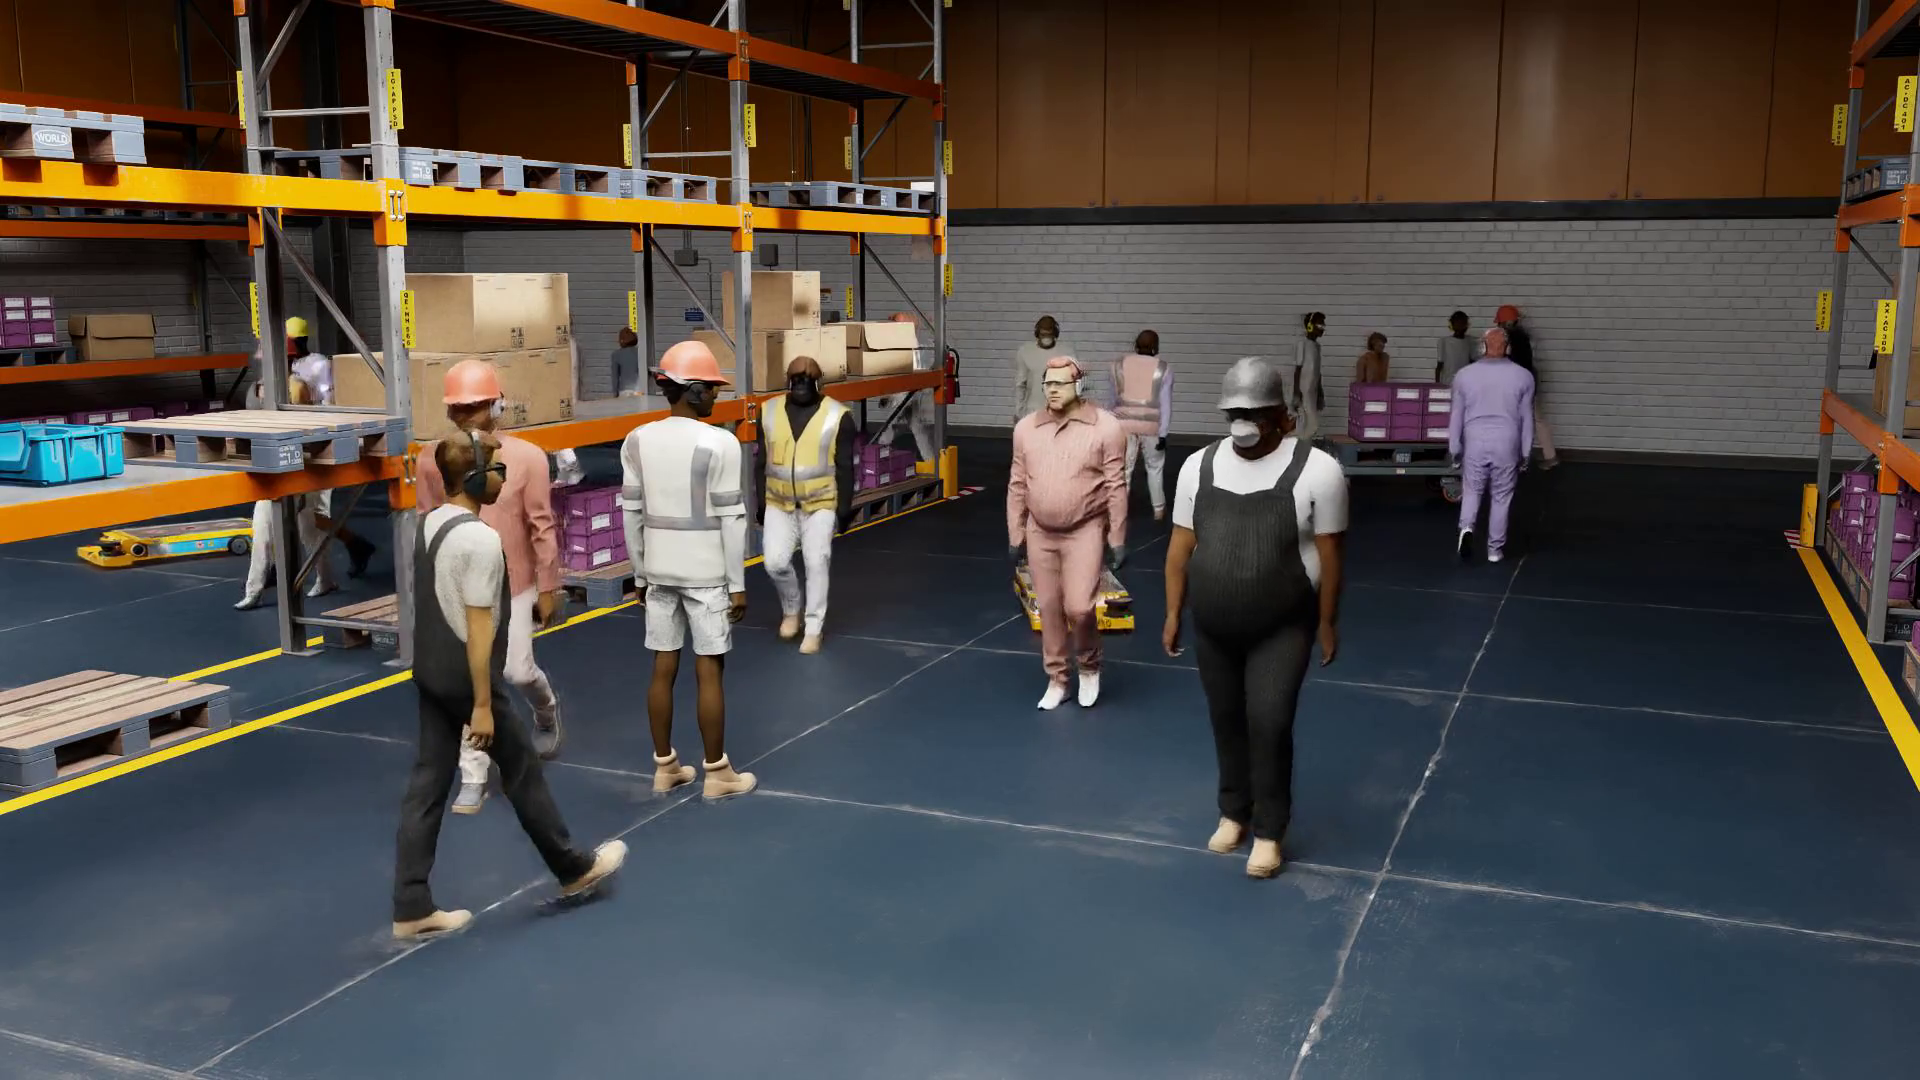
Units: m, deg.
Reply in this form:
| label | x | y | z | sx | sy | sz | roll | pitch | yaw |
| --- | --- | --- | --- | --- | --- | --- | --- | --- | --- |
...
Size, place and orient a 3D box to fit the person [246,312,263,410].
| label | x | y | z | sx | sy | sz | roll | pitch | yaw |
| --- | --- | --- | --- | --- | --- | --- | --- | --- | --- |
| person | -8.116 | -1.754 | 19.282 | 0.664 | 1.897 | 0.945 | 4 | 10 | 24 |

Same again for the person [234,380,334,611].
| label | x | y | z | sx | sy | sz | roll | pitch | yaw |
| --- | --- | --- | --- | --- | --- | --- | --- | --- | --- |
| person | -4.735 | -0.339 | 11.642 | 0.532 | 1.592 | 0.856 | 3 | 10 | 19 |

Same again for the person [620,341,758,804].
| label | x | y | z | sx | sy | sz | roll | pitch | yaw |
| --- | --- | --- | --- | --- | --- | --- | --- | --- | --- |
| person | -1.194 | 0.145 | 7.367 | 0.609 | 2.040 | 0.394 | 5 | 10 | 26 |

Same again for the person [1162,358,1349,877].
| label | x | y | z | sx | sy | sz | roll | pitch | yaw |
| --- | --- | --- | --- | --- | --- | --- | --- | --- | --- |
| person | 1.104 | 0.284 | 6.522 | 0.699 | 2.000 | 0.698 | 6 | 11 | 31 |

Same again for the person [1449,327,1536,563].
| label | x | y | z | sx | sy | sz | roll | pitch | yaw |
| --- | --- | --- | --- | --- | --- | --- | --- | --- | --- |
| person | 4.197 | -0.730 | 13.140 | 0.641 | 1.885 | 0.552 | 5 | 10 | 26 |

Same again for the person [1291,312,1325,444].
| label | x | y | z | sx | sy | sz | roll | pitch | yaw |
| --- | --- | --- | --- | --- | --- | --- | --- | --- | --- |
| person | 3.924 | -1.618 | 18.604 | 0.394 | 1.853 | 0.568 | 7 | 11 | 35 |

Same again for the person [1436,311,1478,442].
| label | x | y | z | sx | sy | sz | roll | pitch | yaw |
| --- | --- | --- | --- | --- | --- | --- | --- | --- | --- |
| person | 5.859 | -1.771 | 19.632 | 0.514 | 1.837 | 0.554 | -2 | 10 | -10 |

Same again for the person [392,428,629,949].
| label | x | y | z | sx | sy | sz | roll | pitch | yaw |
| --- | --- | --- | --- | --- | --- | --- | --- | --- | --- |
| person | -1.661 | 0.499 | 5.935 | 0.540 | 1.798 | 0.937 | 9 | 13 | 44 |

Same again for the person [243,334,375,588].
| label | x | y | z | sx | sy | sz | roll | pitch | yaw |
| --- | --- | --- | --- | --- | --- | --- | --- | --- | --- |
| person | -4.851 | -0.595 | 12.280 | 0.866 | 1.905 | 0.544 | -7 | 12 | -38 |

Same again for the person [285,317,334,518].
| label | x | y | z | sx | sy | sz | roll | pitch | yaw |
| --- | --- | --- | --- | --- | --- | --- | --- | --- | --- |
| person | -5.927 | -1.036 | 14.926 | 0.611 | 1.898 | 0.777 | 2 | 10 | 12 |

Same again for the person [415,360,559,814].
| label | x | y | z | sx | sy | sz | roll | pitch | yaw |
| --- | --- | --- | --- | --- | --- | --- | --- | --- | --- |
| person | -2.087 | 0.170 | 7.440 | 0.623 | 1.969 | 0.791 | 0 | 9 | 3 |

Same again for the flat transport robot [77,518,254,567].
| label | x | y | z | sx | sy | sz | roll | pitch | yaw |
| --- | --- | --- | --- | --- | --- | --- | --- | --- | --- |
| flat transport robot | -6.333 | 0.003 | 13.574 | 1.431 | 0.197 | 0.652 | -9 | 13 | -43 |

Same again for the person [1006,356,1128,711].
| label | x | y | z | sx | sy | sz | roll | pitch | yaw |
| --- | --- | --- | --- | --- | --- | --- | --- | --- | --- |
| person | 0.541 | -0.021 | 8.800 | 0.672 | 1.894 | 0.430 | 4 | 10 | 25 |

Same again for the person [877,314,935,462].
| label | x | y | z | sx | sy | sz | roll | pitch | yaw |
| --- | --- | --- | --- | --- | --- | --- | --- | --- | --- |
| person | -0.710 | -1.576 | 18.408 | 1.031 | 1.826 | 0.584 | 0 | 9 | 2 |

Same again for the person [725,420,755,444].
| label | x | y | z | sx | sy | sz | roll | pitch | yaw |
| --- | --- | --- | --- | --- | --- | --- | --- | --- | --- |
| person | -2.741 | -2.080 | 21.246 | 0.743 | 1.916 | 0.632 | 2 | 10 | 14 |

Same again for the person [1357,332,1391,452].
| label | x | y | z | sx | sy | sz | roll | pitch | yaw |
| --- | --- | --- | --- | --- | --- | --- | --- | --- | --- |
| person | 4.777 | -1.621 | 19.379 | 0.536 | 1.596 | 0.541 | -5 | 11 | -29 |

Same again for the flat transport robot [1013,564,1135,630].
| label | x | y | z | sx | sy | sz | roll | pitch | yaw |
| --- | --- | --- | --- | --- | --- | --- | --- | --- | --- |
| flat transport robot | 0.753 | 0.371 | 11.343 | 0.652 | 0.197 | 1.431 | -1 | 9 | -4 |

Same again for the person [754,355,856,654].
| label | x | y | z | sx | sy | sz | roll | pitch | yaw |
| --- | --- | --- | --- | --- | --- | --- | --- | --- | --- |
| person | -0.956 | -0.214 | 10.173 | 0.641 | 1.828 | 0.438 | 1 | 9 | 9 |

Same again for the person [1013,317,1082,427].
| label | x | y | z | sx | sy | sz | roll | pitch | yaw |
| --- | --- | --- | --- | --- | --- | --- | --- | --- | --- |
| person | 0.835 | -1.221 | 16.132 | 0.667 | 1.871 | 0.963 | 1 | 9 | 8 |

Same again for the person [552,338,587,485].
| label | x | y | z | sx | sy | sz | roll | pitch | yaw |
| --- | --- | --- | --- | --- | --- | --- | --- | --- | --- |
| person | -4.215 | -1.435 | 17.402 | 0.416 | 1.886 | 0.682 | -6 | 11 | -33 |

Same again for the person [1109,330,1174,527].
| label | x | y | z | sx | sy | sz | roll | pitch | yaw |
| --- | --- | --- | --- | --- | --- | --- | --- | --- | --- |
| person | 1.651 | -1.021 | 15.223 | 0.621 | 1.790 | 0.992 | 3 | 10 | 19 |

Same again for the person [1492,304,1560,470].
| label | x | y | z | sx | sy | sz | roll | pitch | yaw |
| --- | --- | --- | --- | --- | --- | --- | --- | --- | --- |
| person | 6.509 | -1.756 | 19.233 | 0.932 | 1.943 | 0.619 | 8 | 12 | 40 |

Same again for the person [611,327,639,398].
| label | x | y | z | sx | sy | sz | roll | pitch | yaw |
| --- | --- | --- | --- | --- | --- | --- | --- | --- | --- |
| person | -4.075 | -1.859 | 20.824 | 0.538 | 1.593 | 0.788 | -1 | 9 | -4 |
